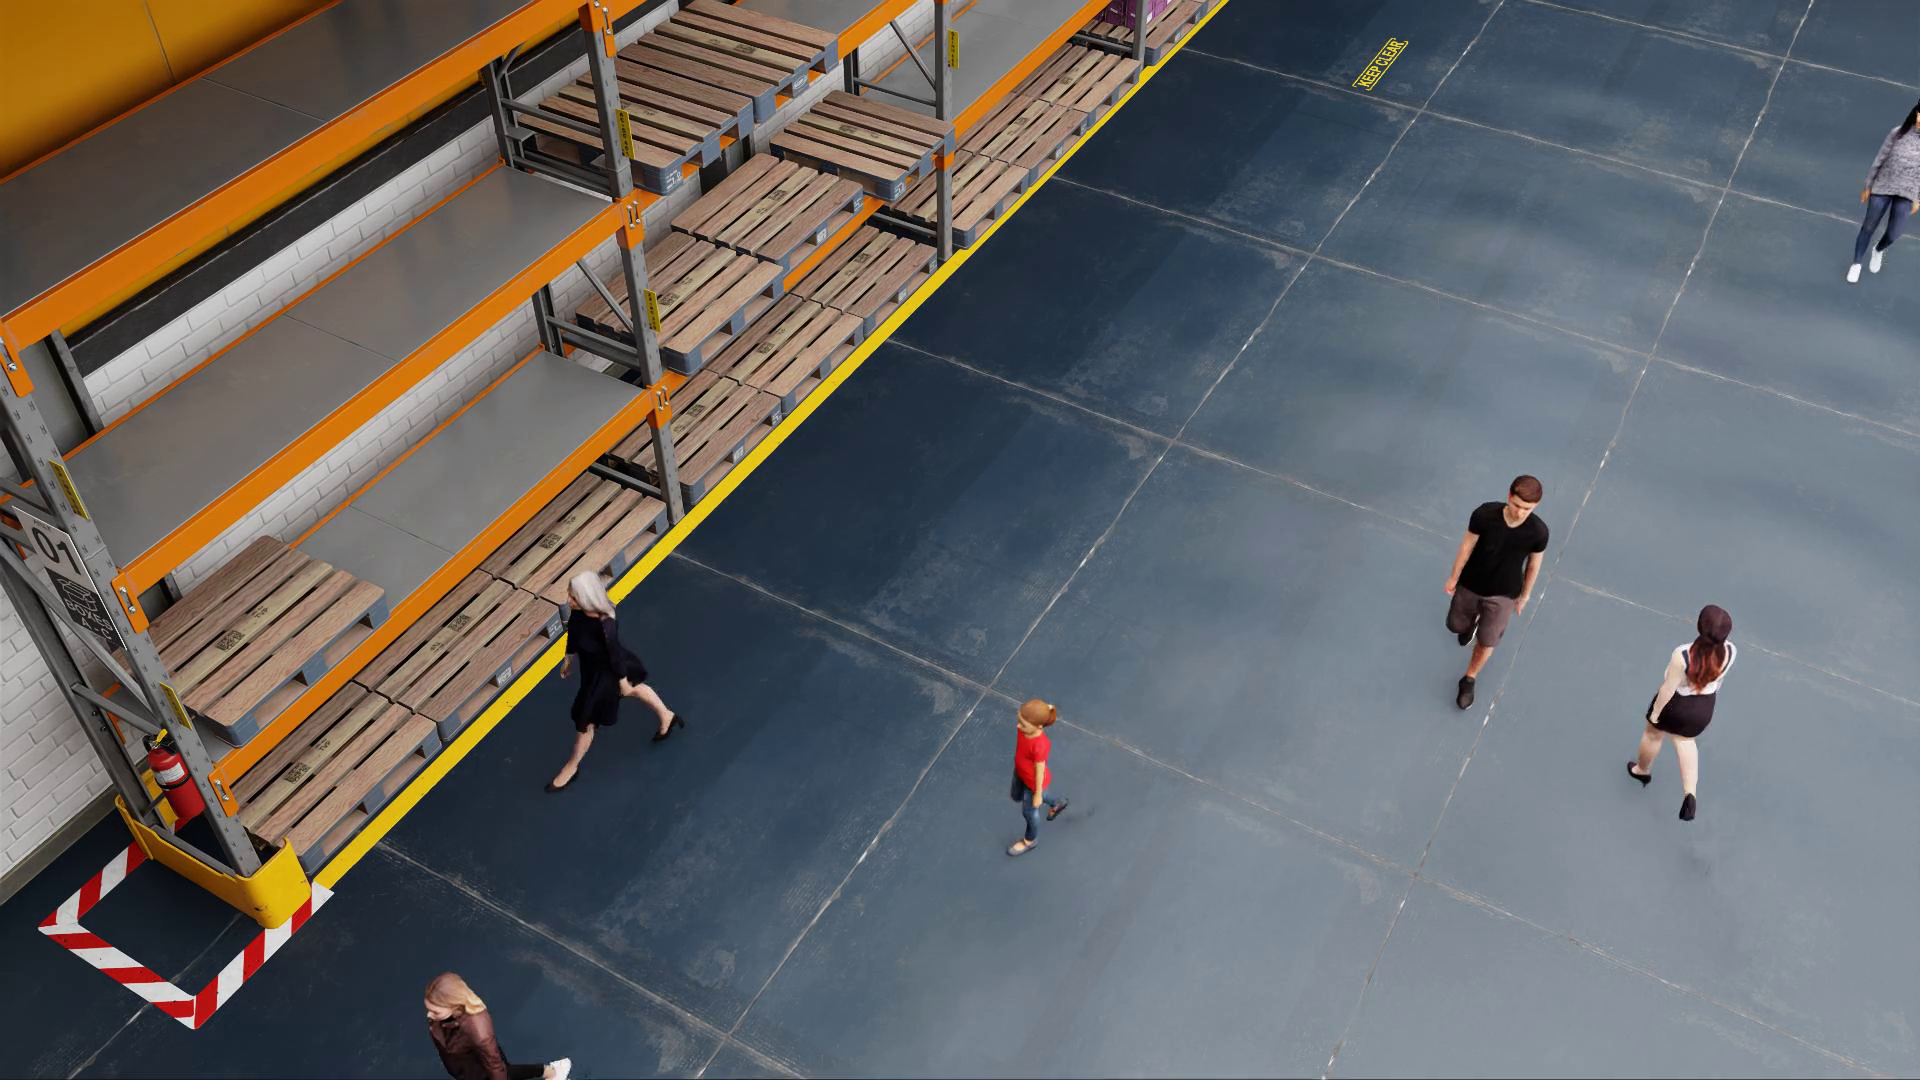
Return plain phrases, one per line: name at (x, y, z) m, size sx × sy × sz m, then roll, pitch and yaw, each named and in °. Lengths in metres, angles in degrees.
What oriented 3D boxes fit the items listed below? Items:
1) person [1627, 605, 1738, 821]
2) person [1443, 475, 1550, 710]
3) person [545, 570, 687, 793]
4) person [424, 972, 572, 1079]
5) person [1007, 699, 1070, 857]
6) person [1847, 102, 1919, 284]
person at (4.388, 1.065, 10.005) m, size 0.864 × 1.635 × 0.971 m, roll -5°, pitch 44°, yaw -6°
person at (3.443, 0.233, 10.725) m, size 0.691 × 1.846 × 0.956 m, roll 20°, pitch 47°, yaw 20°
person at (-2.114, 0.791, 10.253) m, size 1.276 × 1.690 × 0.973 m, roll -24°, pitch 49°, yaw -23°
person at (-2.363, 2.598, 8.359) m, size 1.063 × 1.686 × 0.799 m, roll -34°, pitch 53°, yaw -30°
person at (0.489, 1.386, 9.910) m, size 0.767 × 1.300 × 0.679 m, roll -18°, pitch 46°, yaw -18°
person at (8.015, -3.025, 14.232) m, size 0.628 × 1.726 × 0.620 m, roll 22°, pitch 48°, yaw 21°
